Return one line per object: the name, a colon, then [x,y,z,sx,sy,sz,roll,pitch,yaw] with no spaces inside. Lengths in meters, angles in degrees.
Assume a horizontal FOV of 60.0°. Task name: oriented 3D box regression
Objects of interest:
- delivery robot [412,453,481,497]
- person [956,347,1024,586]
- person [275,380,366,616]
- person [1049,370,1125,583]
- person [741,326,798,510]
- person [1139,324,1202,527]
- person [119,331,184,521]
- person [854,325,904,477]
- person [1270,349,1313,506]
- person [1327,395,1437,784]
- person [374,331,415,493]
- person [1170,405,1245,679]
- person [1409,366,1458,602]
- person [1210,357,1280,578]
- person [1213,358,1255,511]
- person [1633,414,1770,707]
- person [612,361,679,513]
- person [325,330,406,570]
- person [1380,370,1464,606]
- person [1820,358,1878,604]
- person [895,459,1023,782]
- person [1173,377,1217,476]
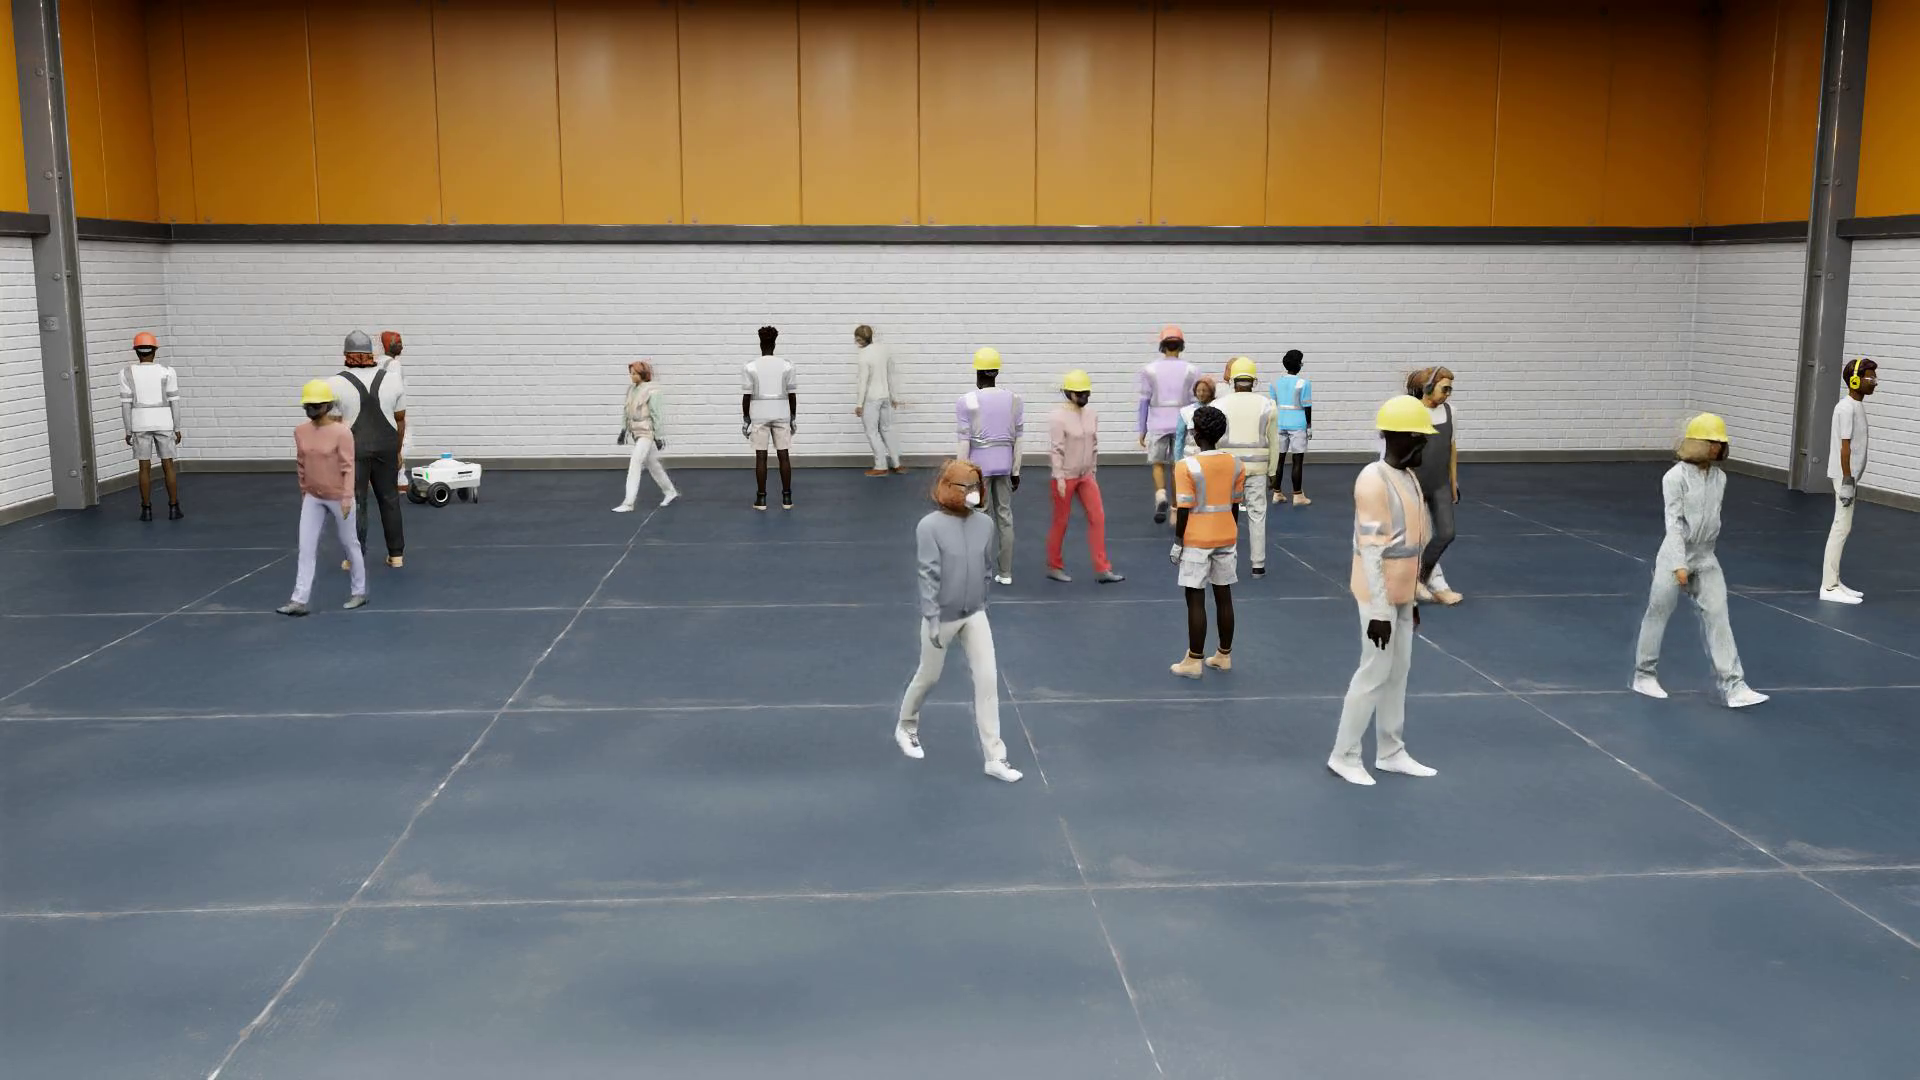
delivery robot: [-5.607,-0.711,18.178,0.477,0.478,0.707,8,12,41]
person: [0.224,-0.571,13.293,0.588,1.930,0.364,-5,10,-27]
person: [-4.687,-0.298,12.200,0.544,1.725,0.854,3,9,16]
person: [1.000,-0.487,13.372,0.540,1.731,0.802,-7,11,-37]
person: [-2.036,-1.304,17.774,0.608,1.966,0.374,-2,9,-13]
person: [2.080,-1.114,16.403,0.627,2.021,0.583,1,9,7]
person: [-8.227,-1.152,16.940,0.542,1.930,0.366,-4,10,-24]
person: [-1.043,-1.723,20.637,0.479,1.895,0.710,5,10,28]
person: [3.608,-1.221,18.106,0.534,1.697,0.318,9,13,44]
person: [2.125,0.250,8.193,0.379,1.939,0.595,6,11,33]
person: [-6.425,-1.437,18.897,0.542,1.877,0.600,-7,12,-39]
person: [1.531,0.013,10.352,0.536,1.696,0.318,-6,11,-33]
person: [3.474,-0.394,12.489,0.619,1.826,0.369,-2,9,-13]
person: [2.330,-0.589,13.719,0.590,1.830,0.404,1,9,6]
person: [2.883,-1.106,17.575,0.502,1.632,0.279,-3,10,-19]
person: [4.278,0.132,9.596,0.491,1.703,0.887,-3,10,-21]
person: [-3.348,-1.115,17.748,0.876,1.596,0.506,-8,12,-40]
person: [-5.072,-0.761,14.134,0.675,2.000,0.537,-7,11,-36]
person: [3.533,-0.419,12.849,0.645,1.788,0.967,-6,11,-35]
person: [6.832,-0.456,12.760,0.315,1.870,0.533,5,10,29]
person: [-0.043,0.375,8.407,0.501,1.592,0.854,-6,11,-34]
person: [2.218,-0.682,15.046,0.546,1.594,0.857,5,11,30]
